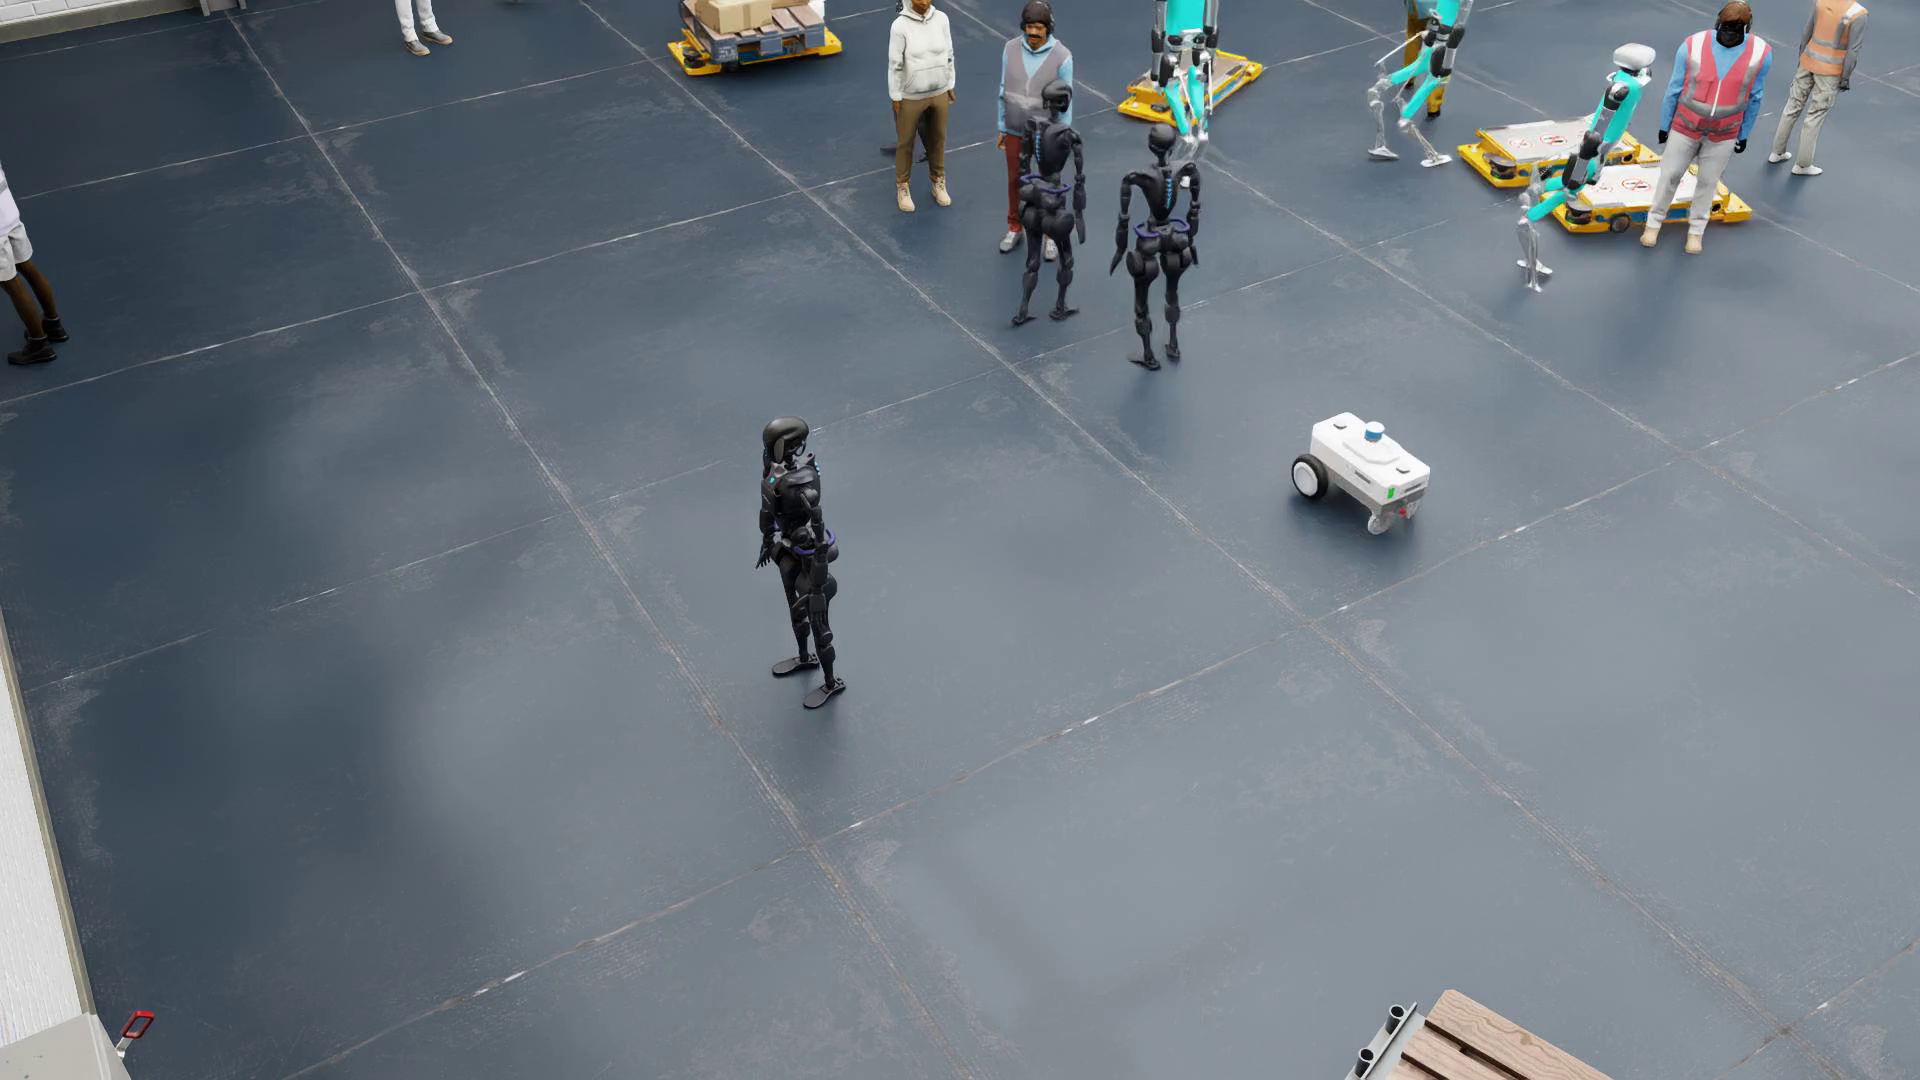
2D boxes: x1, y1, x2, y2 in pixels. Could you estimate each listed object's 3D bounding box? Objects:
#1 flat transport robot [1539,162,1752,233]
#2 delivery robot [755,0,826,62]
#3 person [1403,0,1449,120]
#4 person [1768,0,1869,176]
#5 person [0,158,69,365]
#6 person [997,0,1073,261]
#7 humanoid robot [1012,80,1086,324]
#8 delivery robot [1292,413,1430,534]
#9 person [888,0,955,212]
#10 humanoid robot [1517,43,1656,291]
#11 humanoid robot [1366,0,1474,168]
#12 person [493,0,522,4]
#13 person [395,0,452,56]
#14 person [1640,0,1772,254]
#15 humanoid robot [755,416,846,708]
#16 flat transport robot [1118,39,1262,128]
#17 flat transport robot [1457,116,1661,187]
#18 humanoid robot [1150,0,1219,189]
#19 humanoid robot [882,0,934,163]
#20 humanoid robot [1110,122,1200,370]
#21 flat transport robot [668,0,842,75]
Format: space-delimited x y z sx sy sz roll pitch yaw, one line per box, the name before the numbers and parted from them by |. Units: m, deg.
flat transport robot | 5.154 -2.588 12.558 1.431 0.231 0.659 -5 39 -7
delivery robot | -1.600 -4.652 14.937 0.795 0.602 0.499 -17 41 -20
person | 3.926 -4.434 13.739 0.533 1.678 0.946 9 39 11
person | 6.603 -3.604 12.734 0.307 1.640 0.513 -15 41 -18
person | -6.130 -2.002 10.476 0.372 1.938 0.545 0 38 0
person | 0.521 -2.866 11.619 0.538 1.871 0.414 14 40 17
humanoid robot | 0.545 -2.200 10.957 0.450 1.646 0.602 -32 48 -34
delivery robot | 2.333 -0.421 9.592 0.508 0.594 0.765 -21 43 -25
person | -0.294 -3.290 12.244 0.515 1.759 0.370 -15 41 -18
humanoid robot | 4.129 -2.554 11.356 0.788 1.794 0.553 26 45 29
humanoid robot | 3.463 -3.700 12.785 0.865 1.771 0.540 -2 38 -3
person | -4.016 -5.893 15.504 0.923 1.789 0.572 -12 40 -14
person | -4.863 -5.242 14.607 0.356 1.884 0.574 20 42 23
person | 5.231 -2.893 11.690 0.628 1.835 0.431 13 40 15
humanoid robot | -0.773 0.102 8.018 0.315 1.657 0.599 -22 43 -25
flat transport robot | 1.982 -3.899 14.212 0.659 0.231 1.431 22 43 26
flat transport robot | 4.751 -3.081 13.180 1.431 0.231 0.659 -9 39 -11
humanoid robot | 1.740 -3.437 12.433 0.547 1.772 0.745 -11 40 -13
humanoid robot | -0.358 -3.703 12.832 0.351 1.650 0.600 -12 40 -15
humanoid robot | 1.249 -1.852 10.498 0.585 1.647 0.333 -11 40 -14
flat transport robot | -1.846 -4.467 14.929 1.431 0.231 0.659 -15 41 -18
